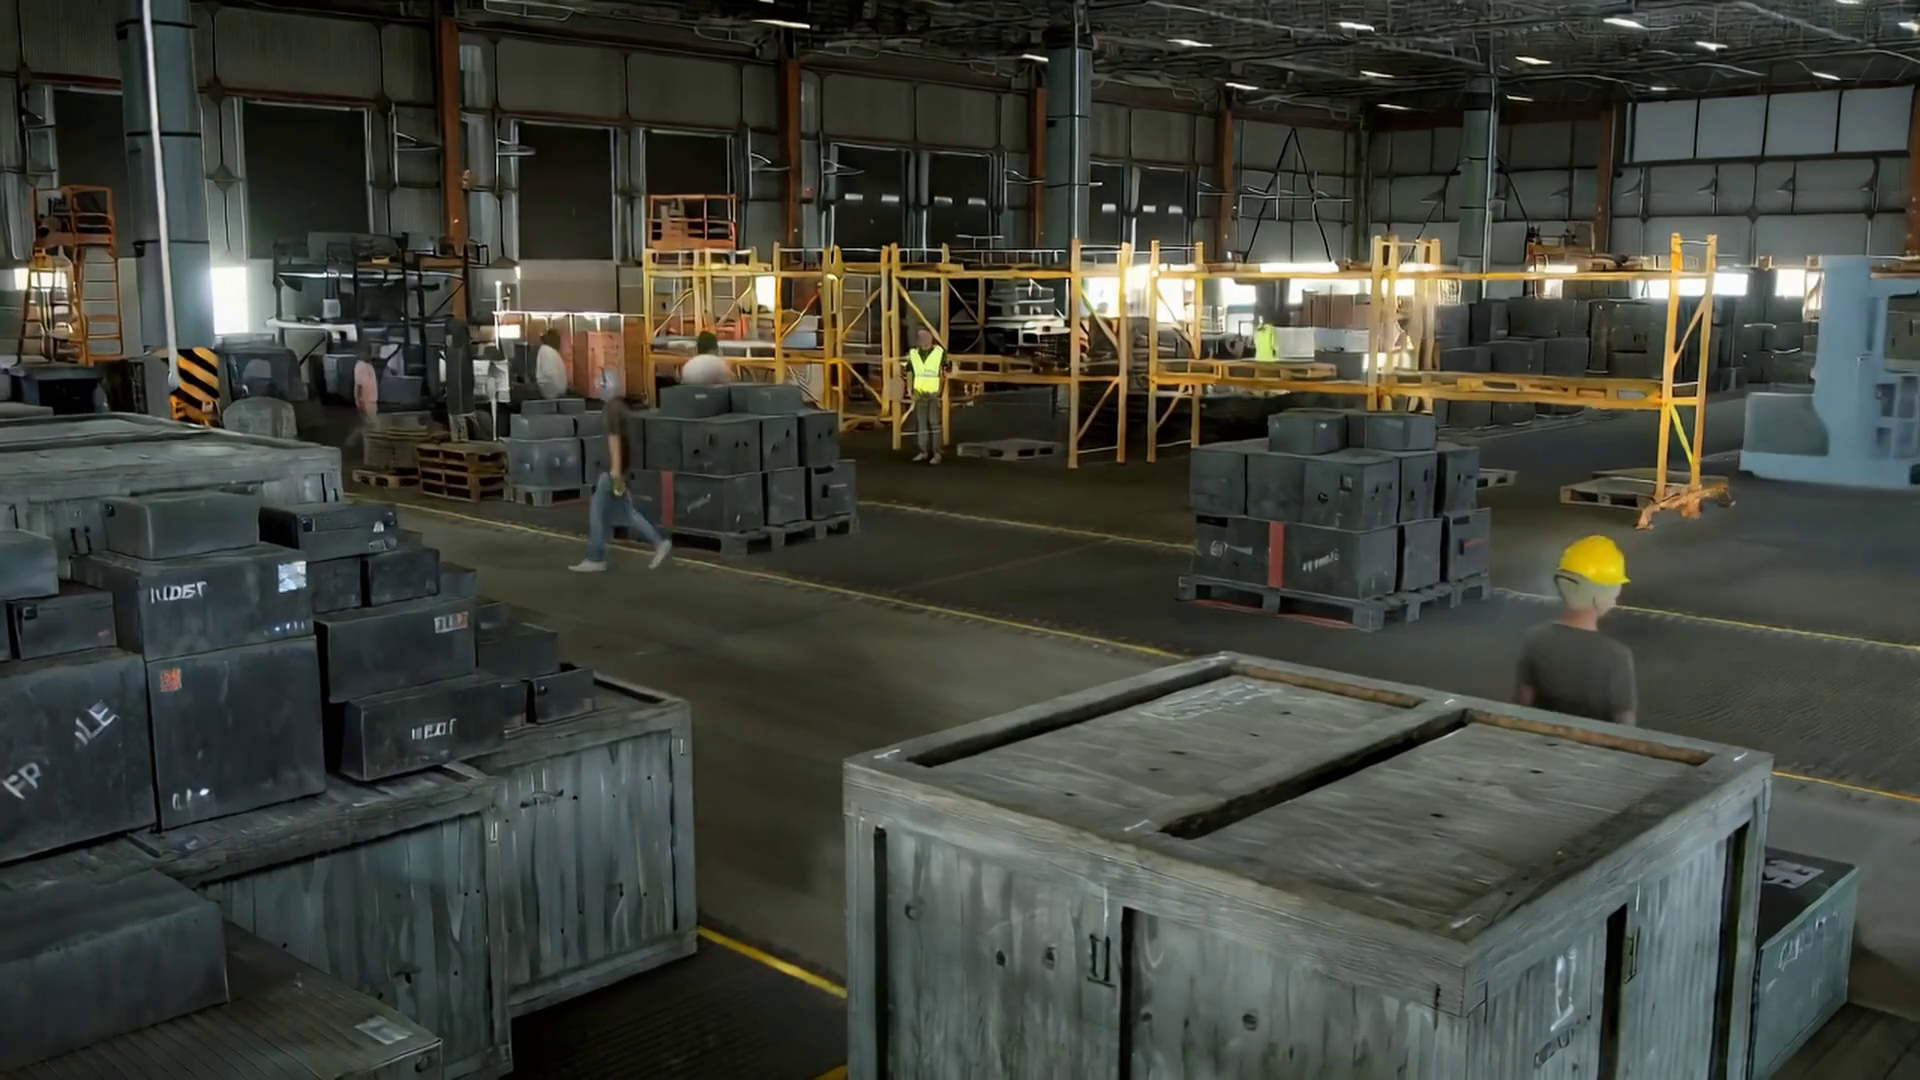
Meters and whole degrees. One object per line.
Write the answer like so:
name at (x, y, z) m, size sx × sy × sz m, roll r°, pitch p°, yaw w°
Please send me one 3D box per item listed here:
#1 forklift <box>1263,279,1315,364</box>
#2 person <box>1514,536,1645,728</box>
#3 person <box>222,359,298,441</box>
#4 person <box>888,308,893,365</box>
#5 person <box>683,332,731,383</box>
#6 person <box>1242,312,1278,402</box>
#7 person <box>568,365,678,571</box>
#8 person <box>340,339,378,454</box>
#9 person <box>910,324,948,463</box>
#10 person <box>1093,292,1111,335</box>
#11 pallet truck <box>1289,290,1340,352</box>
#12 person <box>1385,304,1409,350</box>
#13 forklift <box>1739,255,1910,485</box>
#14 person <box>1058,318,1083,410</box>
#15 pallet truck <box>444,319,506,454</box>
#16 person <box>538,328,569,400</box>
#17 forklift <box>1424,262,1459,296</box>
forklift at (8.555, -6.090, 44.881) m, size 1.873 × 2.768 × 1.129 m, roll 9°, pitch 13°, yaw 43°
person at (2.220, 0.842, 5.856) m, size 0.825 × 1.729 × 0.552 m, roll -6°, pitch 11°, yaw -33°
person at (-5.736, -0.527, 13.722) m, size 0.586 × 1.919 × 0.398 m, roll -1°, pitch 9°, yaw -5°
person at (-1.919, -5.323, 44.009) m, size 0.313 × 1.633 × 0.521 m, roll 2°, pitch 9°, yaw 10°
person at (-2.901, -1.479, 19.581) m, size 0.648 × 1.906 × 0.736 m, roll 3°, pitch 10°, yaw 20°
person at (6.060, -3.656, 33.278) m, size 1.002 × 1.790 × 0.516 m, roll -9°, pitch 13°, yaw -44°
person at (-2.965, -0.622, 14.589) m, size 0.909 × 1.835 × 0.525 m, roll 1°, pitch 9°, yaw 4°
person at (-8.334, -1.956, 23.183) m, size 0.600 × 1.678 × 0.542 m, roll -1°, pitch 9°, yaw -7°
person at (-0.421, -2.009, 22.851) m, size 0.584 × 1.911 × 0.391 m, roll 6°, pitch 11°, yaw 32°
person at (4.381, -6.677, 51.400) m, size 0.544 × 1.930 × 0.389 m, roll 1°, pitch 9°, yaw 6°
pallet truck at (11.297, -6.951, 52.861) m, size 1.885 × 1.965 × 0.823 m, roll -5°, pitch 11°, yaw -29°
person at (9.687, -4.281, 36.849) m, size 0.575 × 1.883 × 0.355 m, roll -3°, pitch 10°, yaw -18°
forklift at (11.046, -2.186, 20.949) m, size 1.873 × 2.768 × 1.129 m, roll 9°, pitch 13°, yaw 43°
person at (2.090, -3.322, 31.425) m, size 0.486 × 1.738 × 0.320 m, roll -1°, pitch 9°, yaw -7°
pallet truck at (-6.981, -1.942, 22.150) m, size 1.885 × 1.965 × 0.823 m, roll 1°, pitch 9°, yaw 9°
person at (-5.975, -2.163, 24.105) m, size 0.881 × 1.812 × 0.633 m, roll -3°, pitch 10°, yaw -18°
forklift at (13.038, -6.150, 45.252) m, size 1.129 × 2.768 × 1.873 m, roll 1°, pitch 9°, yaw 6°
